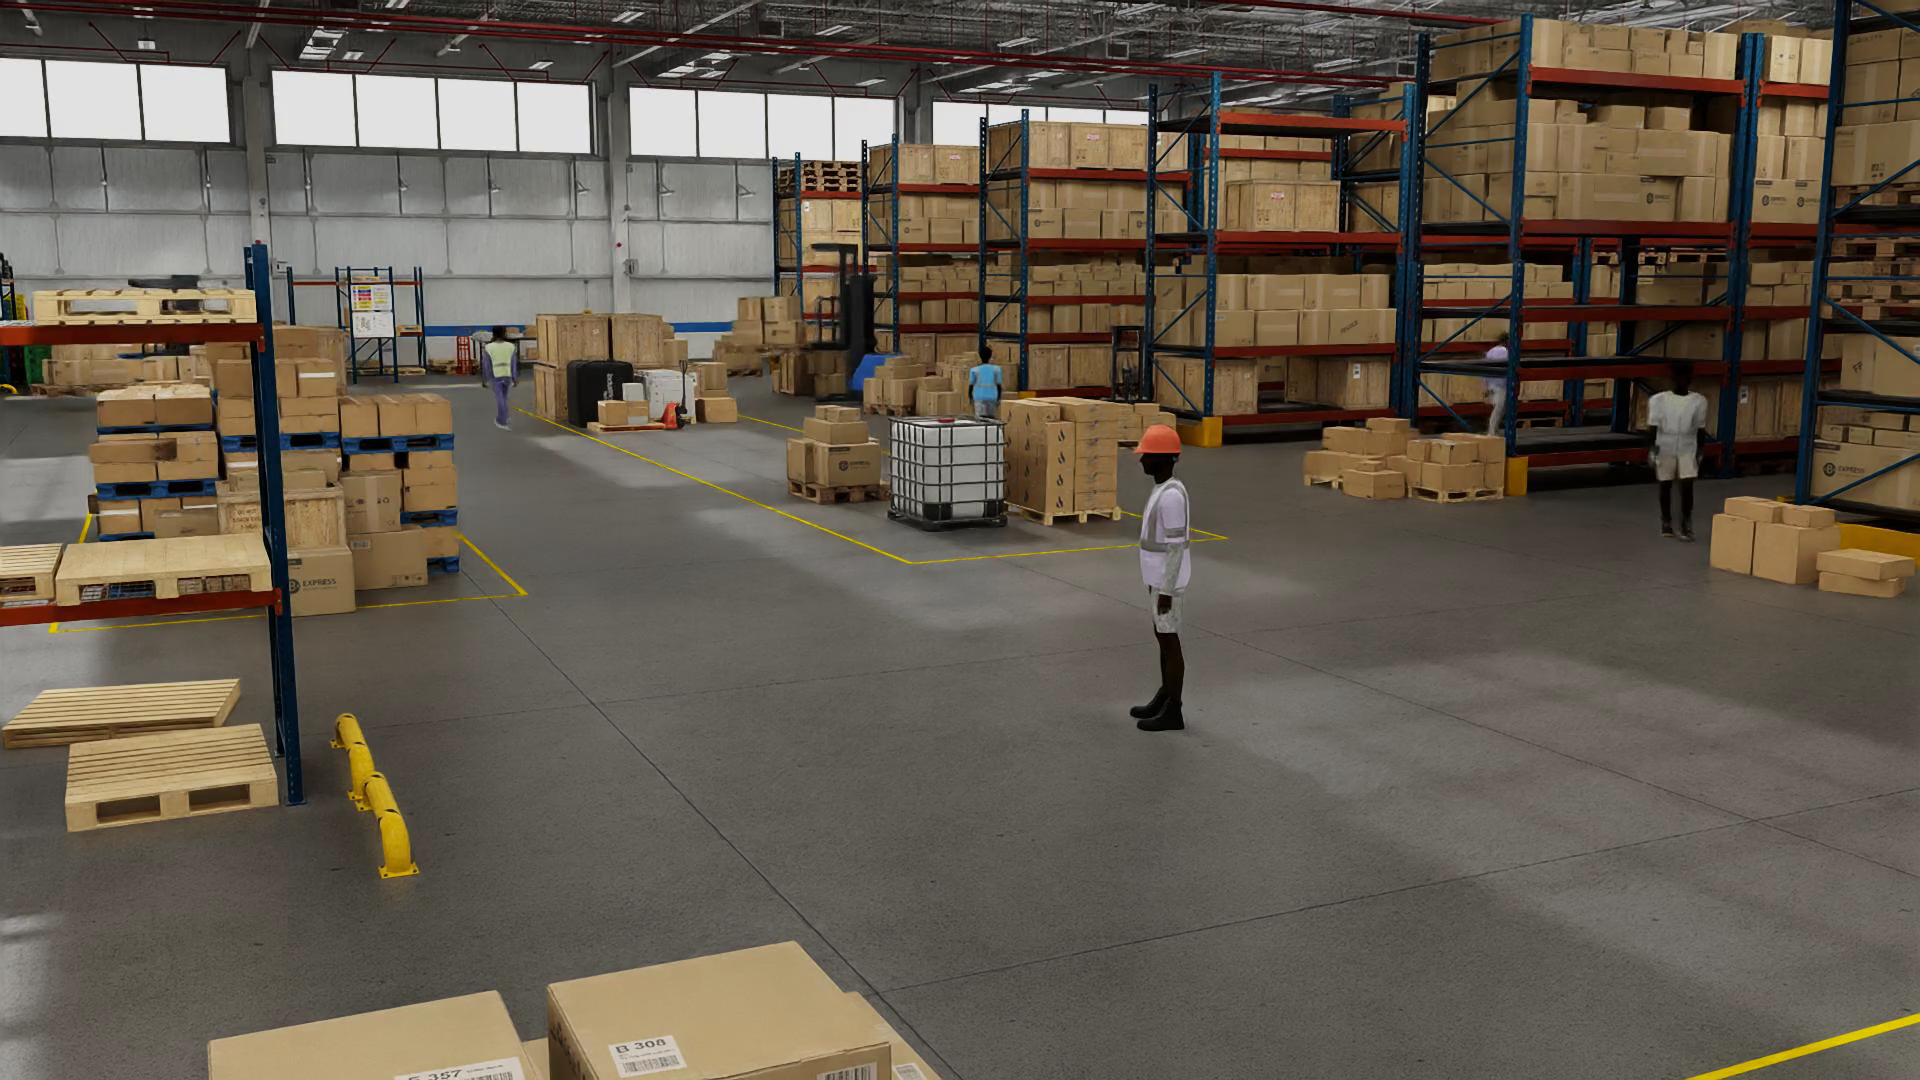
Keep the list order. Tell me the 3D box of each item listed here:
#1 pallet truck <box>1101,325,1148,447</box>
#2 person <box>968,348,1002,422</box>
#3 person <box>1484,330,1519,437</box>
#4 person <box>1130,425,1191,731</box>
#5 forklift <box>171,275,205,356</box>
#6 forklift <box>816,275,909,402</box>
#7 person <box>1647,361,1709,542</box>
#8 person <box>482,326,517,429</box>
[{"bbox_3d":[2.881,-2.596,27.923,0.823,1.965,1.885,-1,9,-7],"label":"pallet truck"},{"bbox_3d":[0.399,-2.310,27.215,0.549,1.646,0.865,-2,9,-10],"label":"person"},{"bbox_3d":[9.018,-2.519,27.660,0.584,1.921,0.626,-3,10,-16],"label":"person"},{"bbox_3d":[1.269,0.240,10.512,0.369,1.939,0.542,0,9,1],"label":"person"},{"bbox_3d":[-16.939,-4.430,36.569,1.873,2.768,1.129,-8,12,-40],"label":"forklift"},{"bbox_3d":[-2.116,-4.437,36.618,1.873,2.768,1.129,2,9,13],"label":"forklift"},{"bbox_3d":[7.714,-0.948,17.891,0.611,1.922,0.914,3,10,17],"label":"person"},{"bbox_3d":[-8.596,-3.013,30.836,0.620,1.885,0.883,-8,12,-42],"label":"person"}]
